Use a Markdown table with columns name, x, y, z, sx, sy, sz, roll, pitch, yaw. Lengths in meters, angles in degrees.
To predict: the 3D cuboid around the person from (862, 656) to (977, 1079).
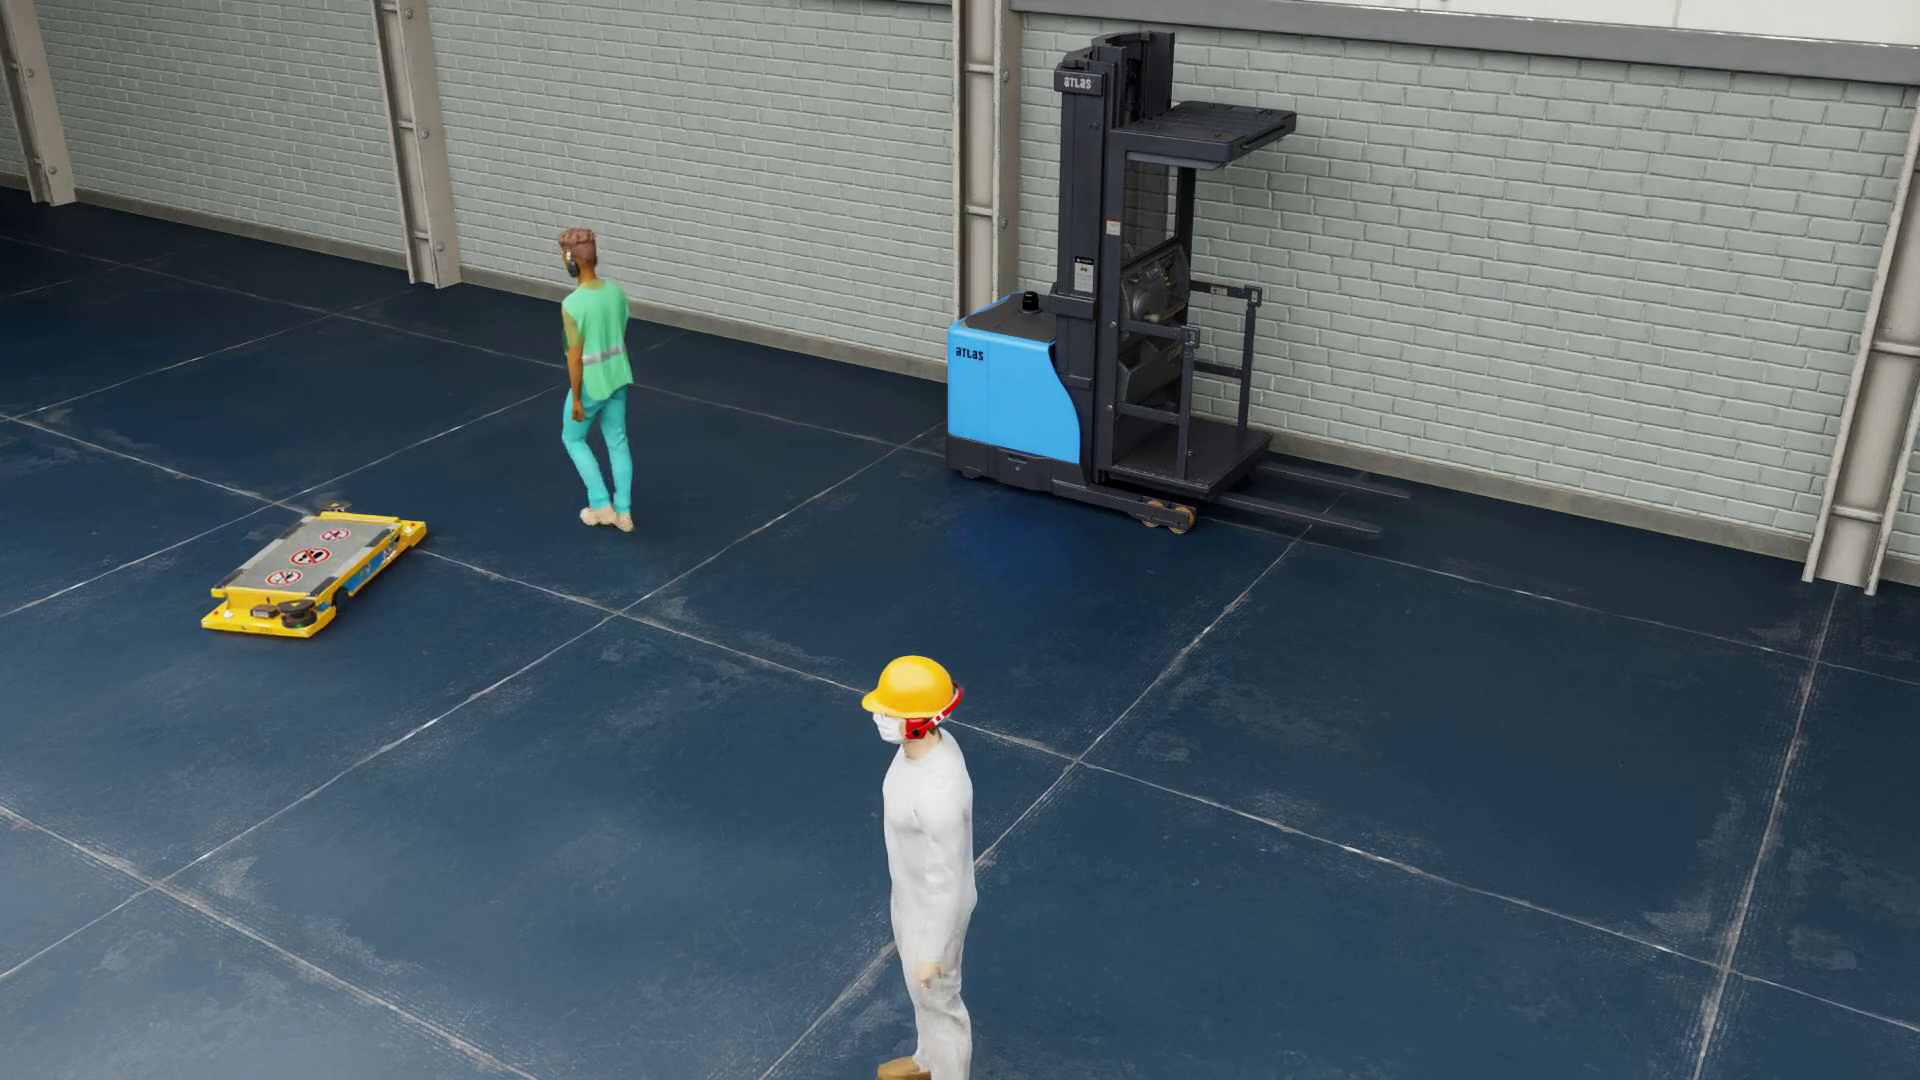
| name | x | y | z | sx | sy | sz | roll | pitch | yaw |
| --- | --- | --- | --- | --- | --- | --- | --- | --- | --- |
| person | -0.133 | 1.241 | 5.735 | 0.374 | 1.893 | 0.580 | -5 | 26 | -10 |

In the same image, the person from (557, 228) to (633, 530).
| name | x | y | z | sx | sy | sz | roll | pitch | yaw |
| --- | --- | --- | --- | --- | --- | --- | --- | --- | --- |
| person | -2.267 | -0.980 | 10.343 | 0.526 | 1.966 | 0.527 | 17 | 30 | 32 |

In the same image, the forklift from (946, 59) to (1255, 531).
| name | x | y | z | sx | sy | sz | roll | pitch | yaw |
| --- | --- | --- | --- | --- | --- | --- | --- | --- | --- |
| forklift | 0.933 | -1.707 | 10.833 | 1.873 | 2.768 | 1.129 | 15 | 29 | 28 |

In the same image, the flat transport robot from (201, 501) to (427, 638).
| name | x | y | z | sx | sy | sz | roll | pitch | yaw |
| --- | --- | --- | --- | --- | --- | --- | --- | --- | --- |
| flat transport robot | -3.821 | 0.160 | 9.919 | 0.659 | 0.231 | 1.431 | 4 | 26 | 9 |
